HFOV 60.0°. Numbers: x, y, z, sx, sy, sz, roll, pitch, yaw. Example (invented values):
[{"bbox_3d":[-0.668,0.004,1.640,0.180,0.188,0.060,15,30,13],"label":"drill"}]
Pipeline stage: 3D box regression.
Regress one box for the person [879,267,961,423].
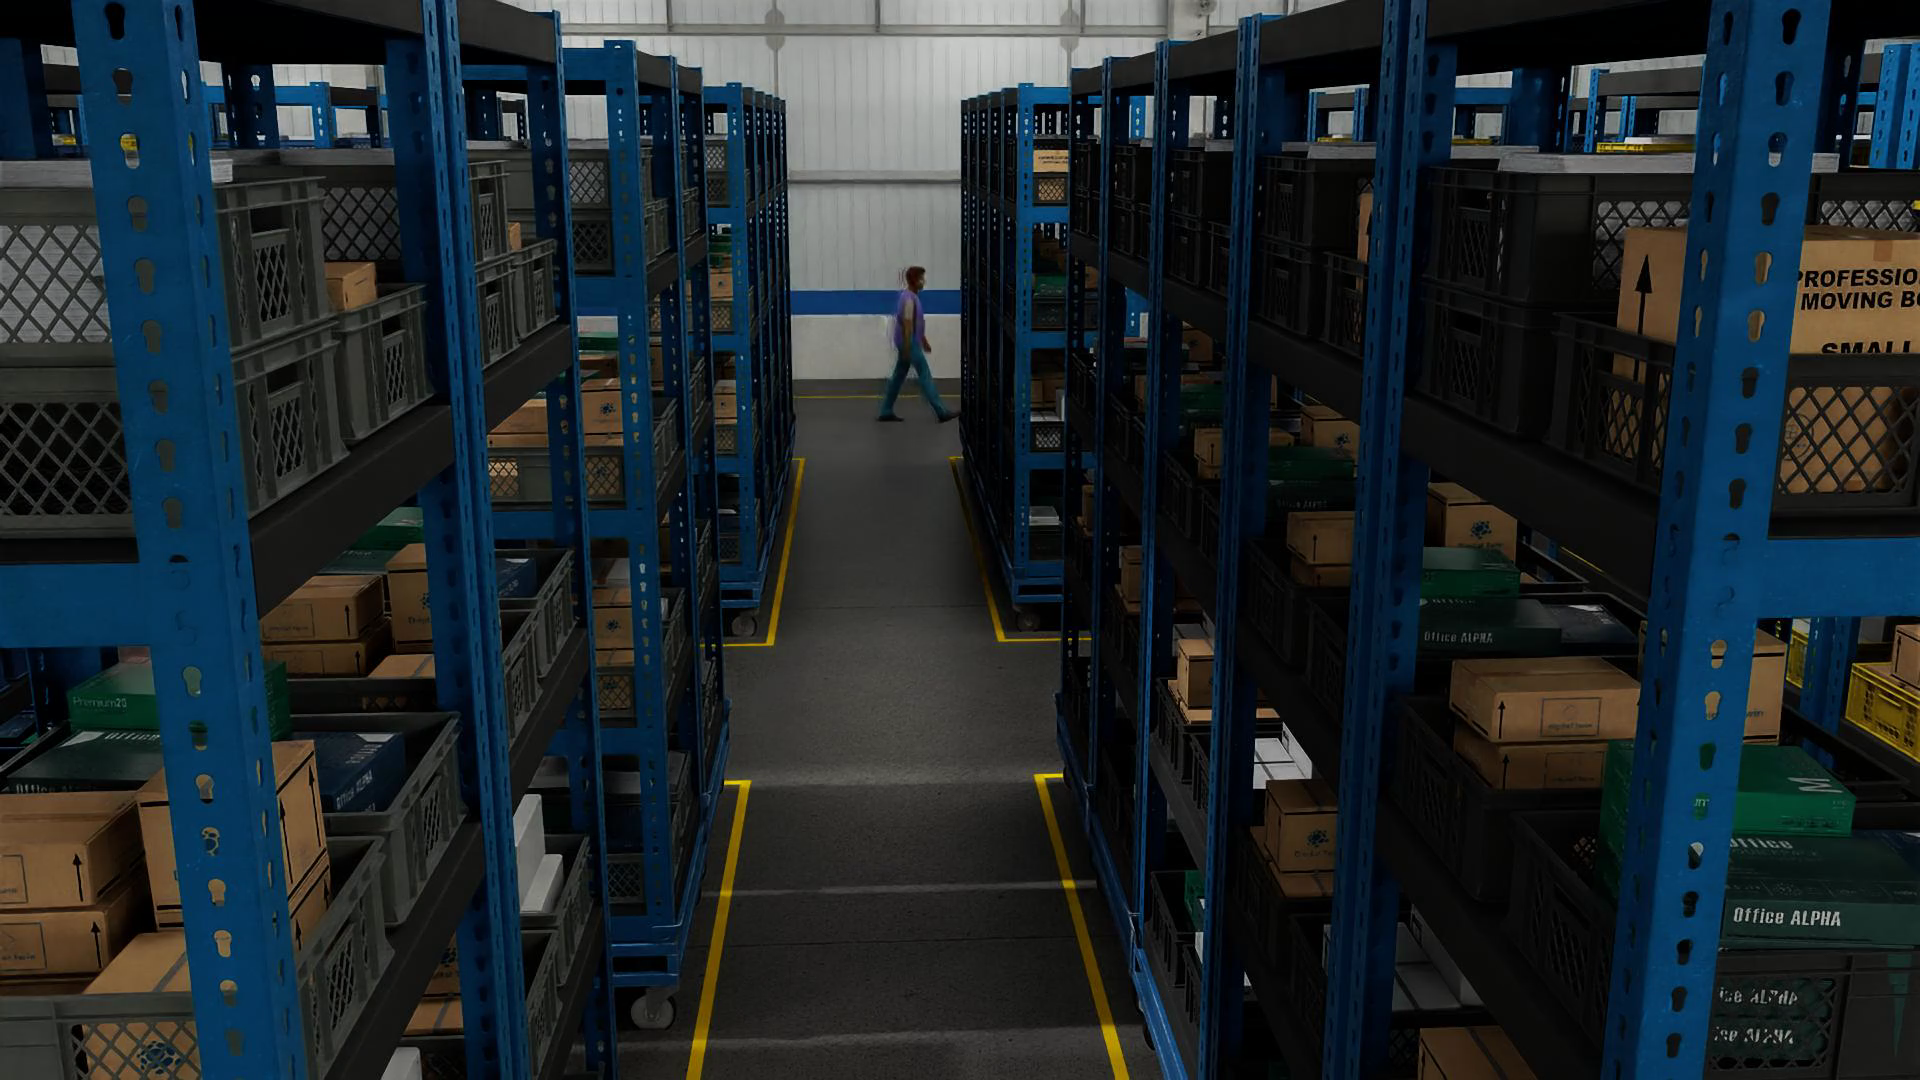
[{"bbox_3d":[-0.489,-2.224,19.048,0.969,1.794,0.570,-1,14,-5],"label":"person"}]
